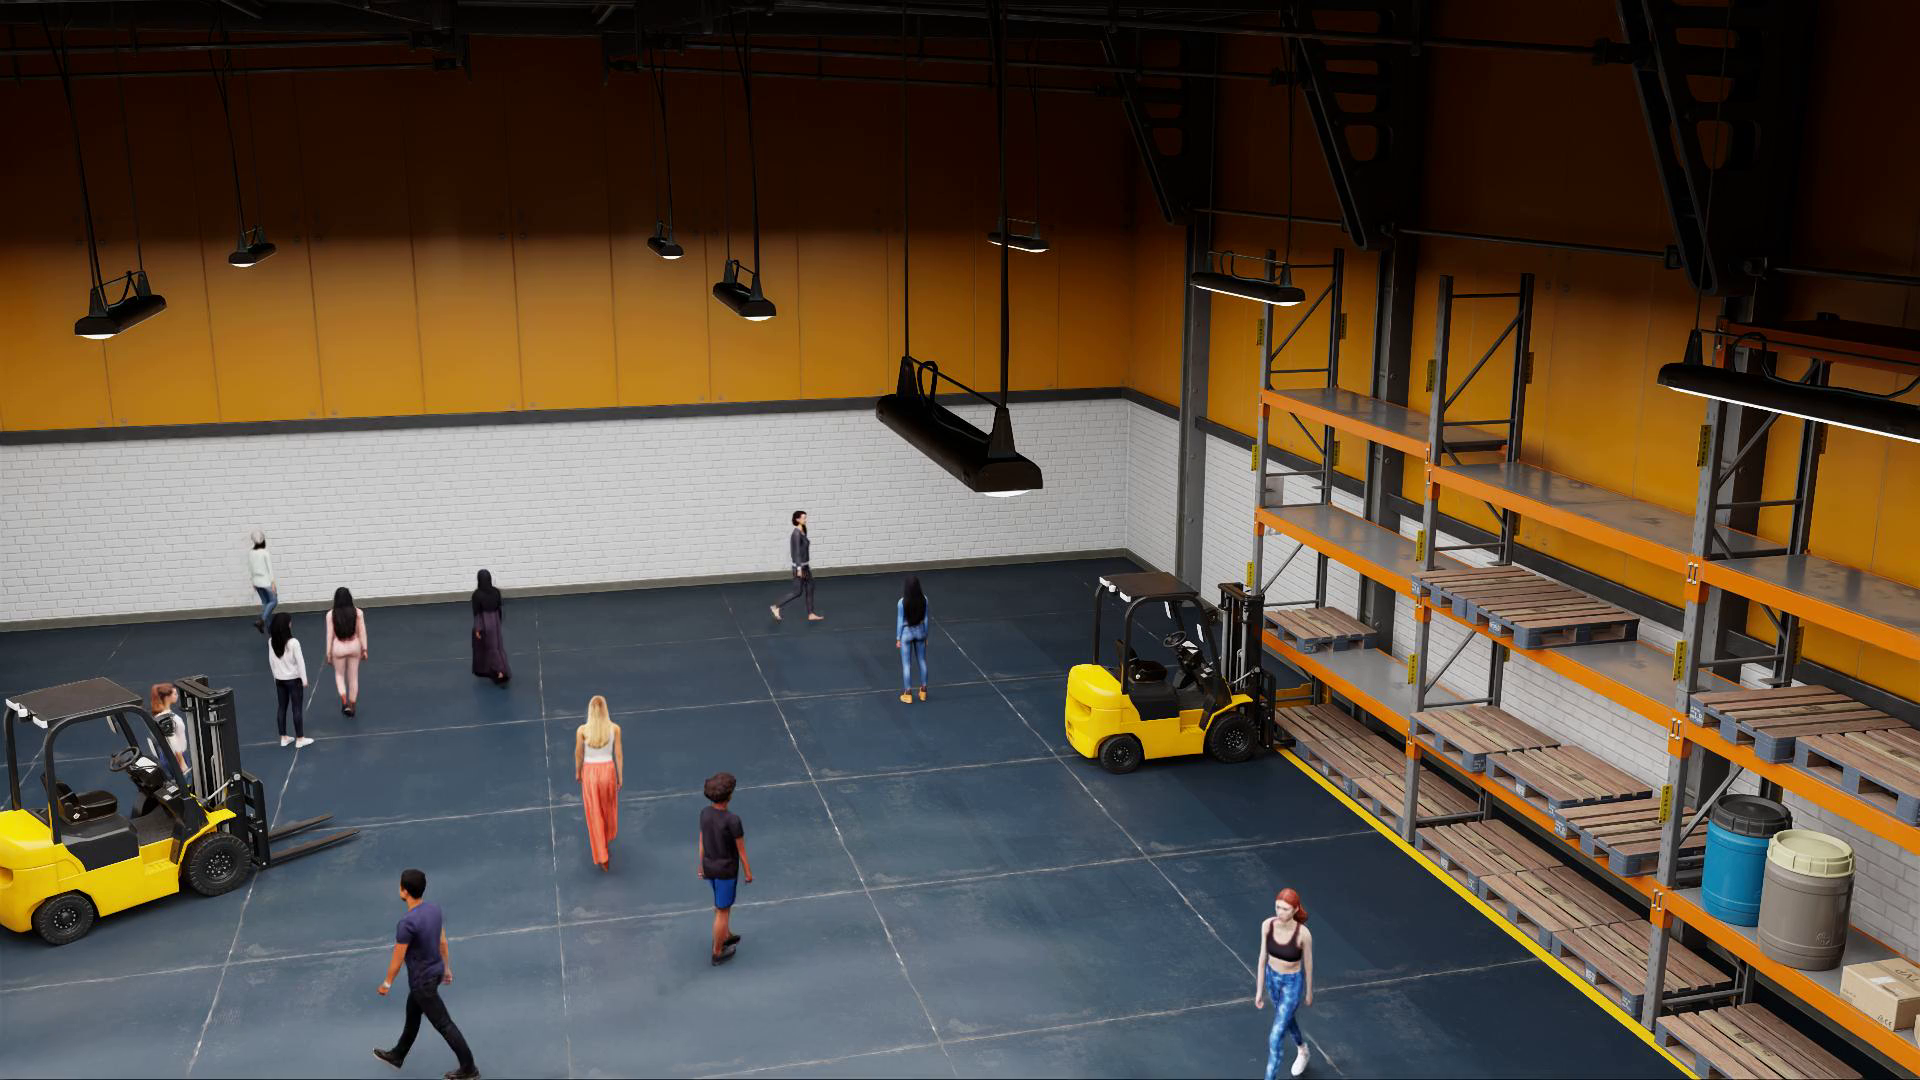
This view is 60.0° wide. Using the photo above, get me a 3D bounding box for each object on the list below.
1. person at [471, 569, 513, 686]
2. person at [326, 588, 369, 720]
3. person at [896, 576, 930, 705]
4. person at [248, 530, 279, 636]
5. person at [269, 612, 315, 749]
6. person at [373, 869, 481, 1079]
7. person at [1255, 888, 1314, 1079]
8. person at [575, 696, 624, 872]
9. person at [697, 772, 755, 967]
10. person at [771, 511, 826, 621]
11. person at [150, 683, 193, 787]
[{"bbox_3d":[-6.433,1.195,22.761,0.916,1.605,1.190,-11,17,-37],"label":"person"},{"bbox_3d":[-7.881,1.476,21.387,0.697,1.706,0.653,-6,15,-22],"label":"person"},{"bbox_3d":[-0.617,1.309,22.057,0.627,1.715,0.552,-6,15,-22],"label":"person"},{"bbox_3d":[-10.468,0.664,24.897,0.801,1.632,0.926,4,14,15],"label":"person"},{"bbox_3d":[-8.263,1.709,20.438,0.705,1.701,0.716,4,14,16],"label":"person"},{"bbox_3d":[-4.116,3.477,13.067,1.036,1.732,1.193,2,14,8],"label":"person"},{"bbox_3d":[2.557,3.509,12.939,1.207,1.731,1.112,10,17,36],"label":"person"},{"bbox_3d":[-3.693,2.514,17.013,0.680,1.746,1.261,-3,14,-12],"label":"person"},{"bbox_3d":[-2.210,2.988,14.980,0.804,1.783,0.866,9,16,34],"label":"person"},{"bbox_3d":[-2.546,0.418,25.672,0.890,1.746,1.066,1,14,3],"label":"person"},{"bbox_3d":[-8.440,2.357,17.736,0.765,1.713,0.742,-7,15,-26],"label":"person"}]
